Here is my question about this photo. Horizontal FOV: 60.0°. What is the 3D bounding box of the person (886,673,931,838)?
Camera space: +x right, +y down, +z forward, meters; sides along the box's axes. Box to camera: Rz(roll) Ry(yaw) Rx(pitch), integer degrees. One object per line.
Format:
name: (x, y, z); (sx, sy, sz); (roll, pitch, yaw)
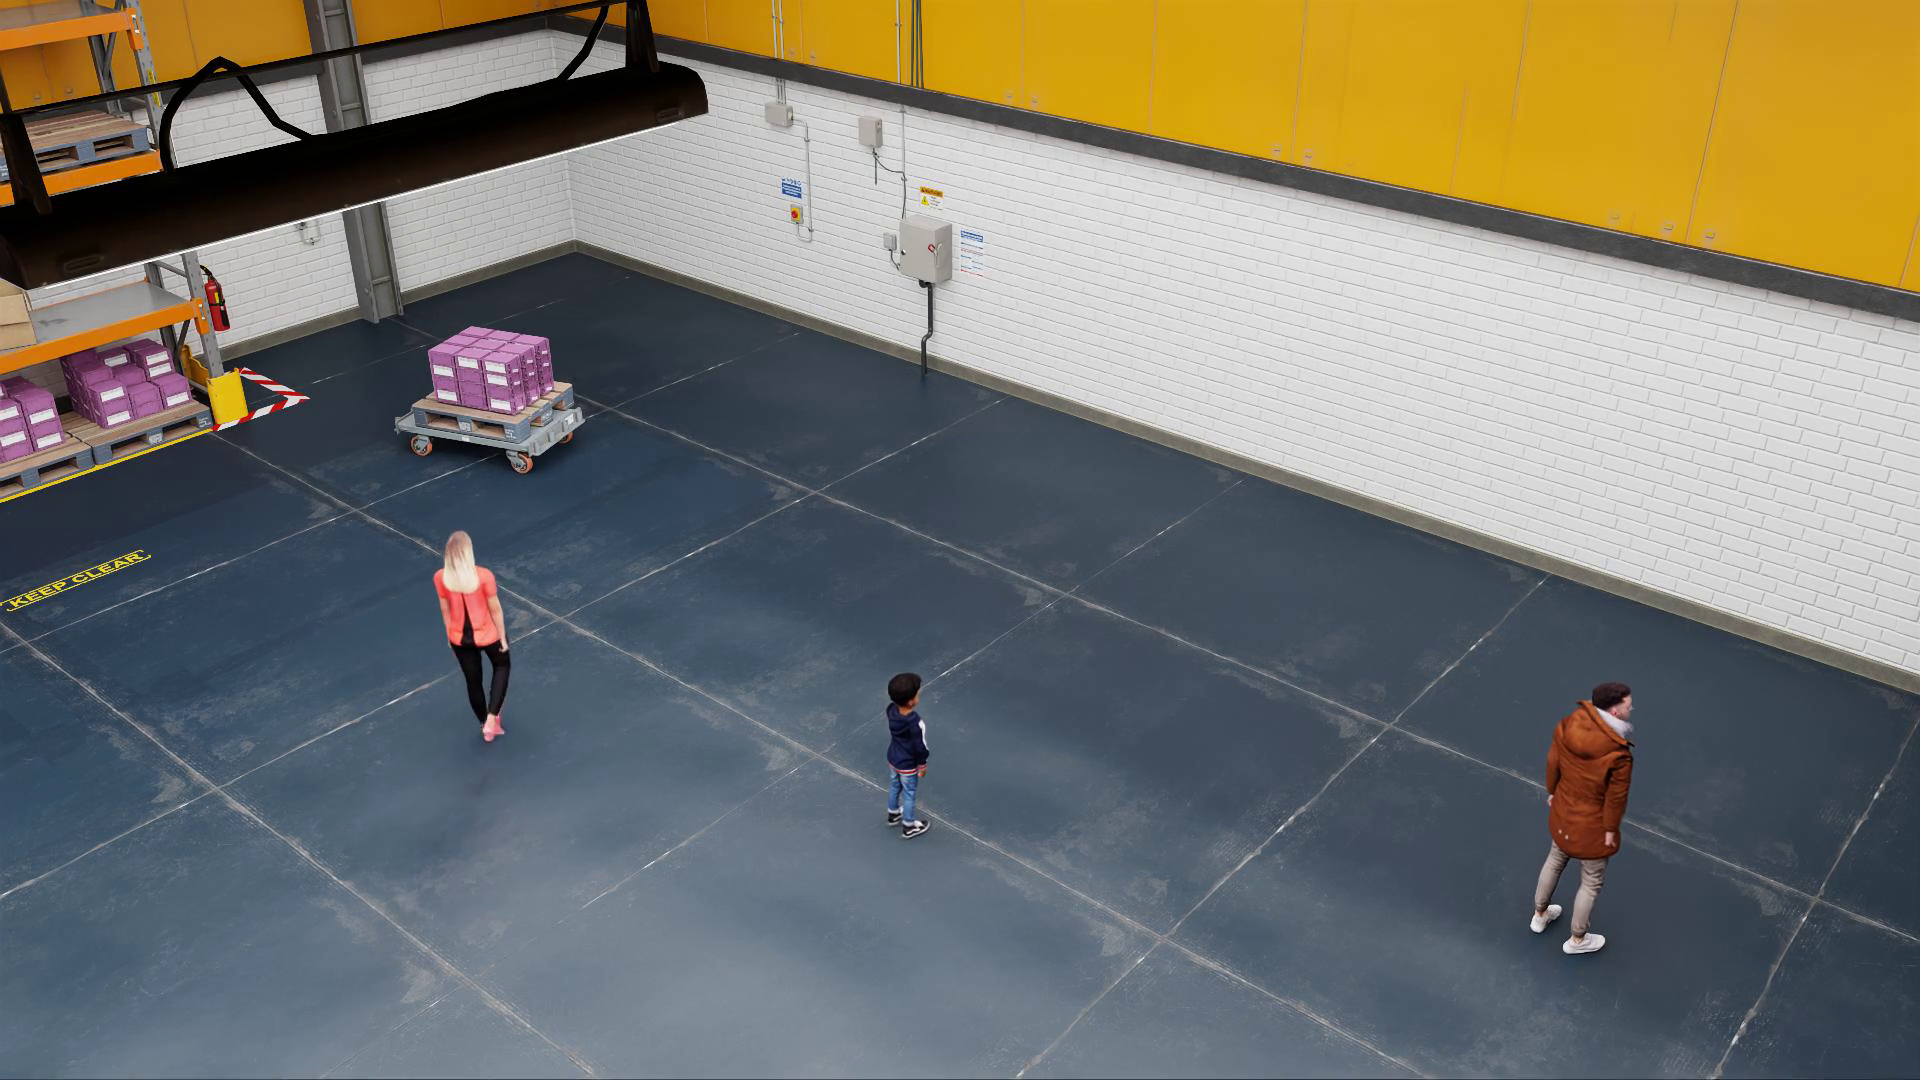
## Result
person: (-0.368, 1.411, 11.018); (0.521, 1.221, 0.544); (-21, 35, -33)

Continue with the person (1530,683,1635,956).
person: (3.730, 1.652, 9.932); (0.811, 1.836, 0.803); (-15, 32, -25)

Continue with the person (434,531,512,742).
person: (-3.444, 0.739, 11.763); (0.780, 1.687, 0.840); (0, 29, 0)
